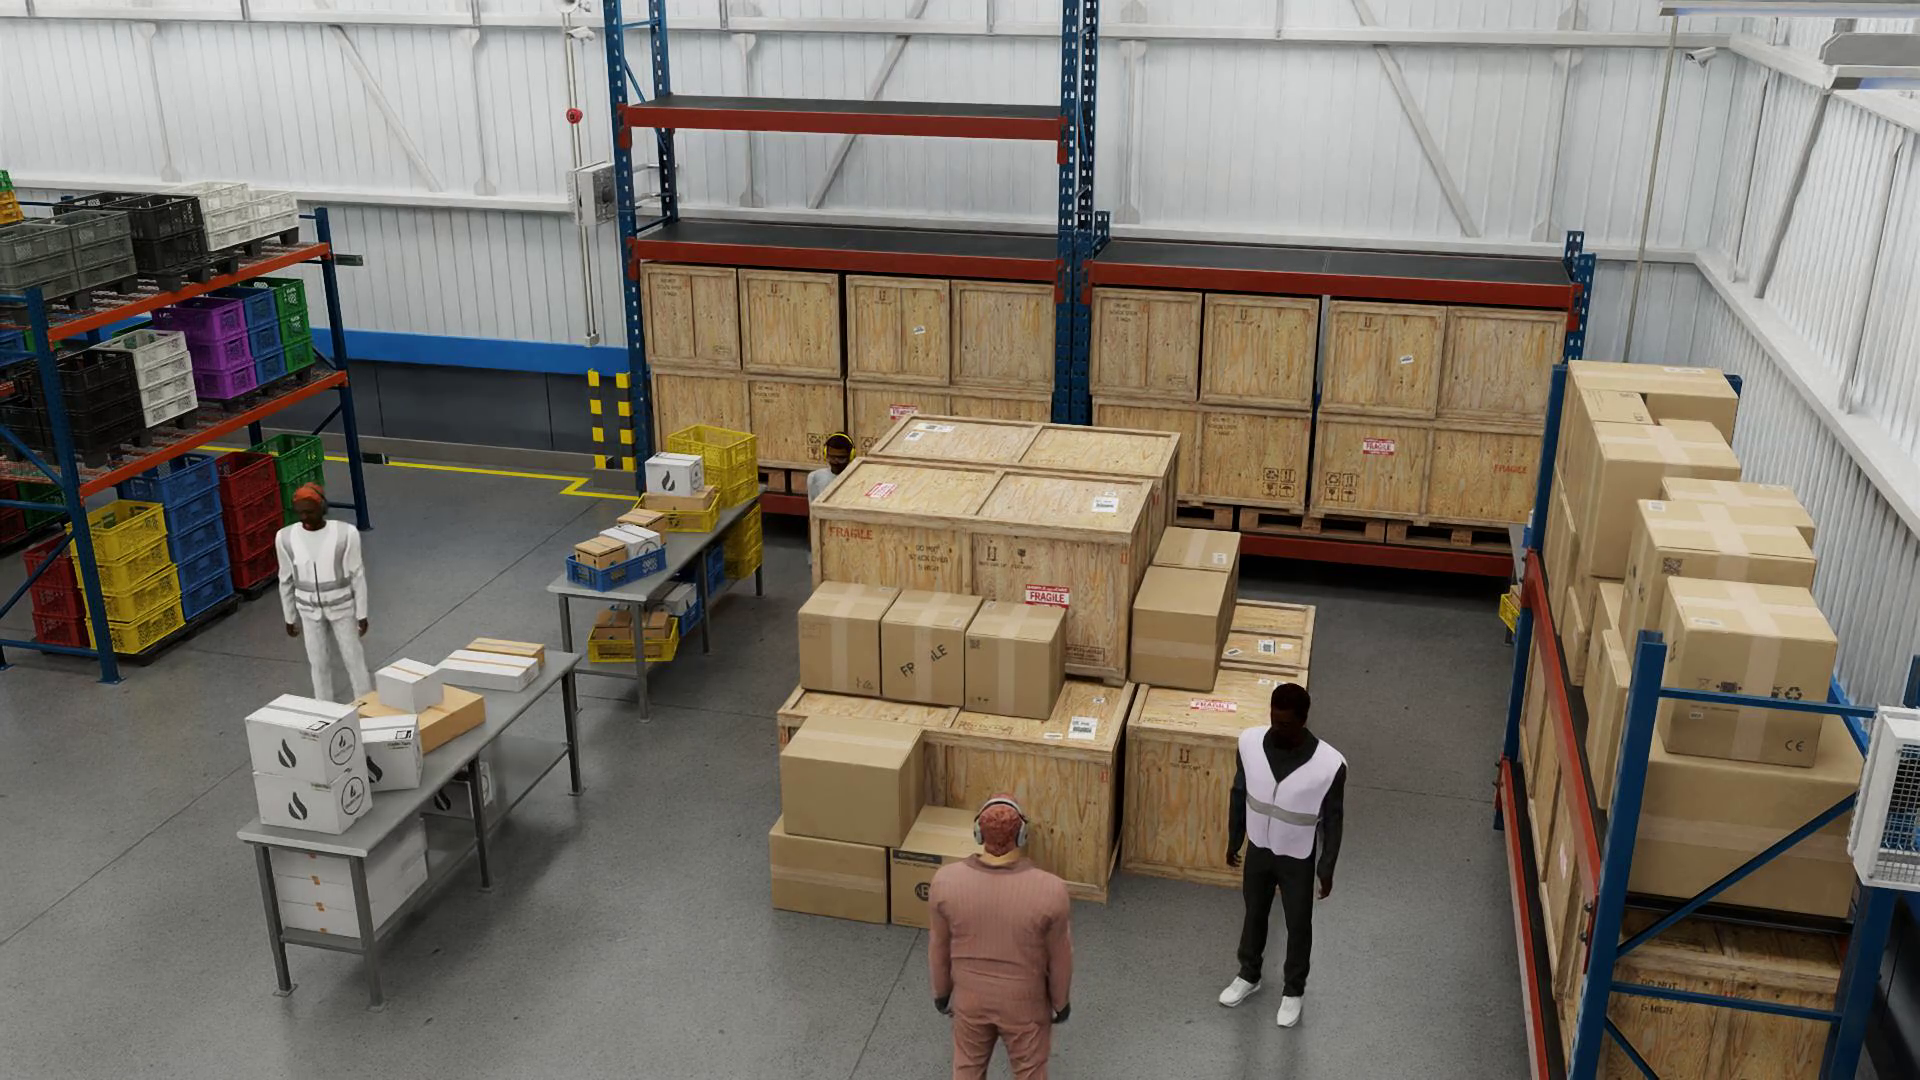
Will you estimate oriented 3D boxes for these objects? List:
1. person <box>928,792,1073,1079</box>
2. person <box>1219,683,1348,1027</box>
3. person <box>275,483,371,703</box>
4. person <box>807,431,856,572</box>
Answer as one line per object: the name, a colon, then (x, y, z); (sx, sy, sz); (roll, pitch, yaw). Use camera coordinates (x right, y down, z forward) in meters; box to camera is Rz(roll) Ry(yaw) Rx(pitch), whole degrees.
person: (0.185, 2.010, 7.493); (0.651, 1.900, 0.401); (6, 22, 14)
person: (1.661, 1.589, 8.564); (0.597, 1.915, 0.371); (13, 25, 31)
person: (-4.368, 0.501, 11.471); (0.587, 1.879, 0.372); (-2, 21, -4)
person: (-0.907, 0.073, 12.608); (0.517, 1.862, 0.327); (-5, 22, -14)
